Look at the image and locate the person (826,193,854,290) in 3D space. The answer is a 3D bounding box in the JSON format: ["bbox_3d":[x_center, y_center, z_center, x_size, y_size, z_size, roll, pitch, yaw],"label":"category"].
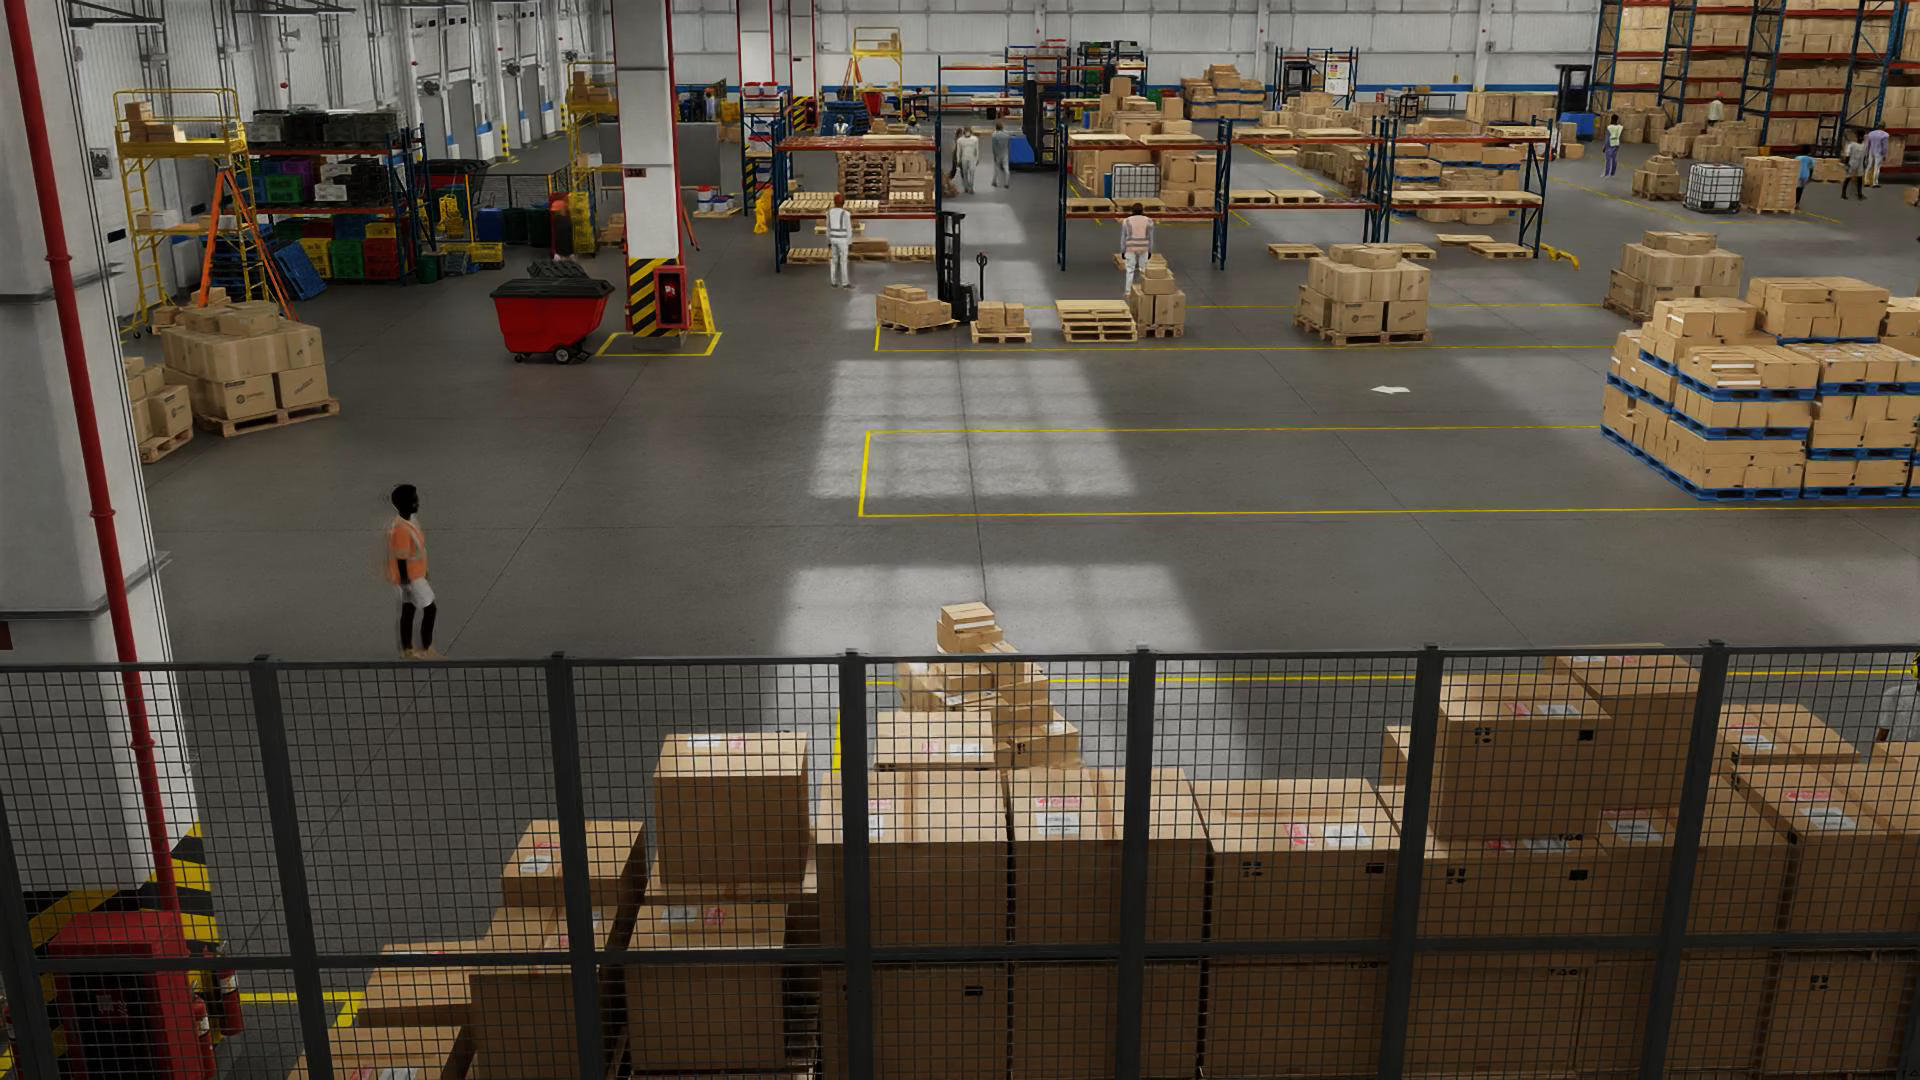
[{"bbox_3d":[-2.383,-5.907,32.928,0.585,1.882,0.337,12,22,32],"label":"person"}]

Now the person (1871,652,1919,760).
[{"bbox_3d":[6.179,1.557,10.808,0.531,1.870,0.318,2,19,7],"label":"person"}]

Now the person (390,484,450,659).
[{"bbox_3d":[-4.788,0.311,14.781,0.567,1.677,0.553,-4,19,-12],"label":"person"}]

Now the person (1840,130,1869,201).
[{"bbox_3d":[24.894,-10.373,46.115,0.629,1.918,0.968,-1,19,-3],"label":"person"}]

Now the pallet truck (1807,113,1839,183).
[{"bbox_3d":[26.403,-11.957,50.702,0.823,1.965,1.885,6,19,16],"label":"pallet truck"}]

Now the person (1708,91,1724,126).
[{"bbox_3d":[27.946,-15.511,61.283,0.779,1.965,0.630,0,19,0],"label":"person"}]

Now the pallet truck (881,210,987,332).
[{"bbox_3d":[-0.493,-4.759,29.349,1.885,1.965,0.823,-13,23,-34],"label":"pallet truck"}]

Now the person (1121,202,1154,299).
[{"bbox_3d":[3.400,-5.561,31.991,0.624,1.835,0.431,-1,19,-3],"label":"person"}]

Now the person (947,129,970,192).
[{"bbox_3d":[-0.036,-11.009,48.221,0.505,1.787,0.992,-17,25,-41],"label":"person"}]

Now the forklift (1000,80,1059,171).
[{"bbox_3d":[2.236,-13.269,53.236,1.873,2.768,1.129,-1,19,-1],"label":"forklift"}]

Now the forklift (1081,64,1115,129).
[{"bbox_3d":[5.614,-16.638,63.230,1.873,2.768,1.129,-2,19,-5],"label":"forklift"}]

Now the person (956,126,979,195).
[{"bbox_3d":[0.221,-10.842,47.545,0.646,1.891,1.021,-1,19,-3],"label":"person"}]

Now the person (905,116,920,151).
[{"bbox_3d":[-1.519,-12.761,53.495,0.480,1.733,0.333,-6,20,-18],"label":"person"}]

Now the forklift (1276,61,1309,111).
[{"bbox_3d":[13.228,-17.508,65.810,1.129,2.768,1.873,-1,19,-1],"label":"forklift"}]

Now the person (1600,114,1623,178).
[{"bbox_3d":[20.242,-12.224,51.613,0.593,1.922,0.391,-8,20,-22],"label":"person"}]

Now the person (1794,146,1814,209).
[{"bbox_3d":[22.633,-9.764,44.737,0.545,1.653,0.889,3,19,9],"label":"person"}]

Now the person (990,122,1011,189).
[{"bbox_3d":[1.192,-11.351,49.063,0.677,1.884,0.999,-8,20,-21],"label":"person"}]

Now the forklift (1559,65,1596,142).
[{"bbox_3d":[23.303,-16.568,63.021,1.129,2.768,1.873,-1,19,-1],"label":"forklift"}]

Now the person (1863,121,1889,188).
[{"bbox_3d":[27.000,-11.351,49.005,0.373,1.935,0.628,-11,22,-30],"label":"person"}]

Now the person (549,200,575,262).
[{"bbox_3d":[-7.544,-5.380,31.234,0.828,1.962,0.648,-16,25,-40],"label":"person"}]

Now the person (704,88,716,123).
[{"bbox_3d":[-9.749,-16.466,64.228,0.574,1.896,0.930,17,25,42],"label":"person"}]

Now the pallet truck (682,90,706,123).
[{"bbox_3d":[-9.671,-15.907,62.421,0.823,1.965,1.885,5,19,15],"label":"pallet truck"}]

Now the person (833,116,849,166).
[{"bbox_3d":[-3.911,-13.140,54.770,0.526,1.636,0.309,2,19,7],"label":"person"}]

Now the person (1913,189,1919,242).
[{"bbox_3d":[22.680,-7.952,38.958,0.780,1.901,0.570,-7,20,-19],"label":"person"}]
